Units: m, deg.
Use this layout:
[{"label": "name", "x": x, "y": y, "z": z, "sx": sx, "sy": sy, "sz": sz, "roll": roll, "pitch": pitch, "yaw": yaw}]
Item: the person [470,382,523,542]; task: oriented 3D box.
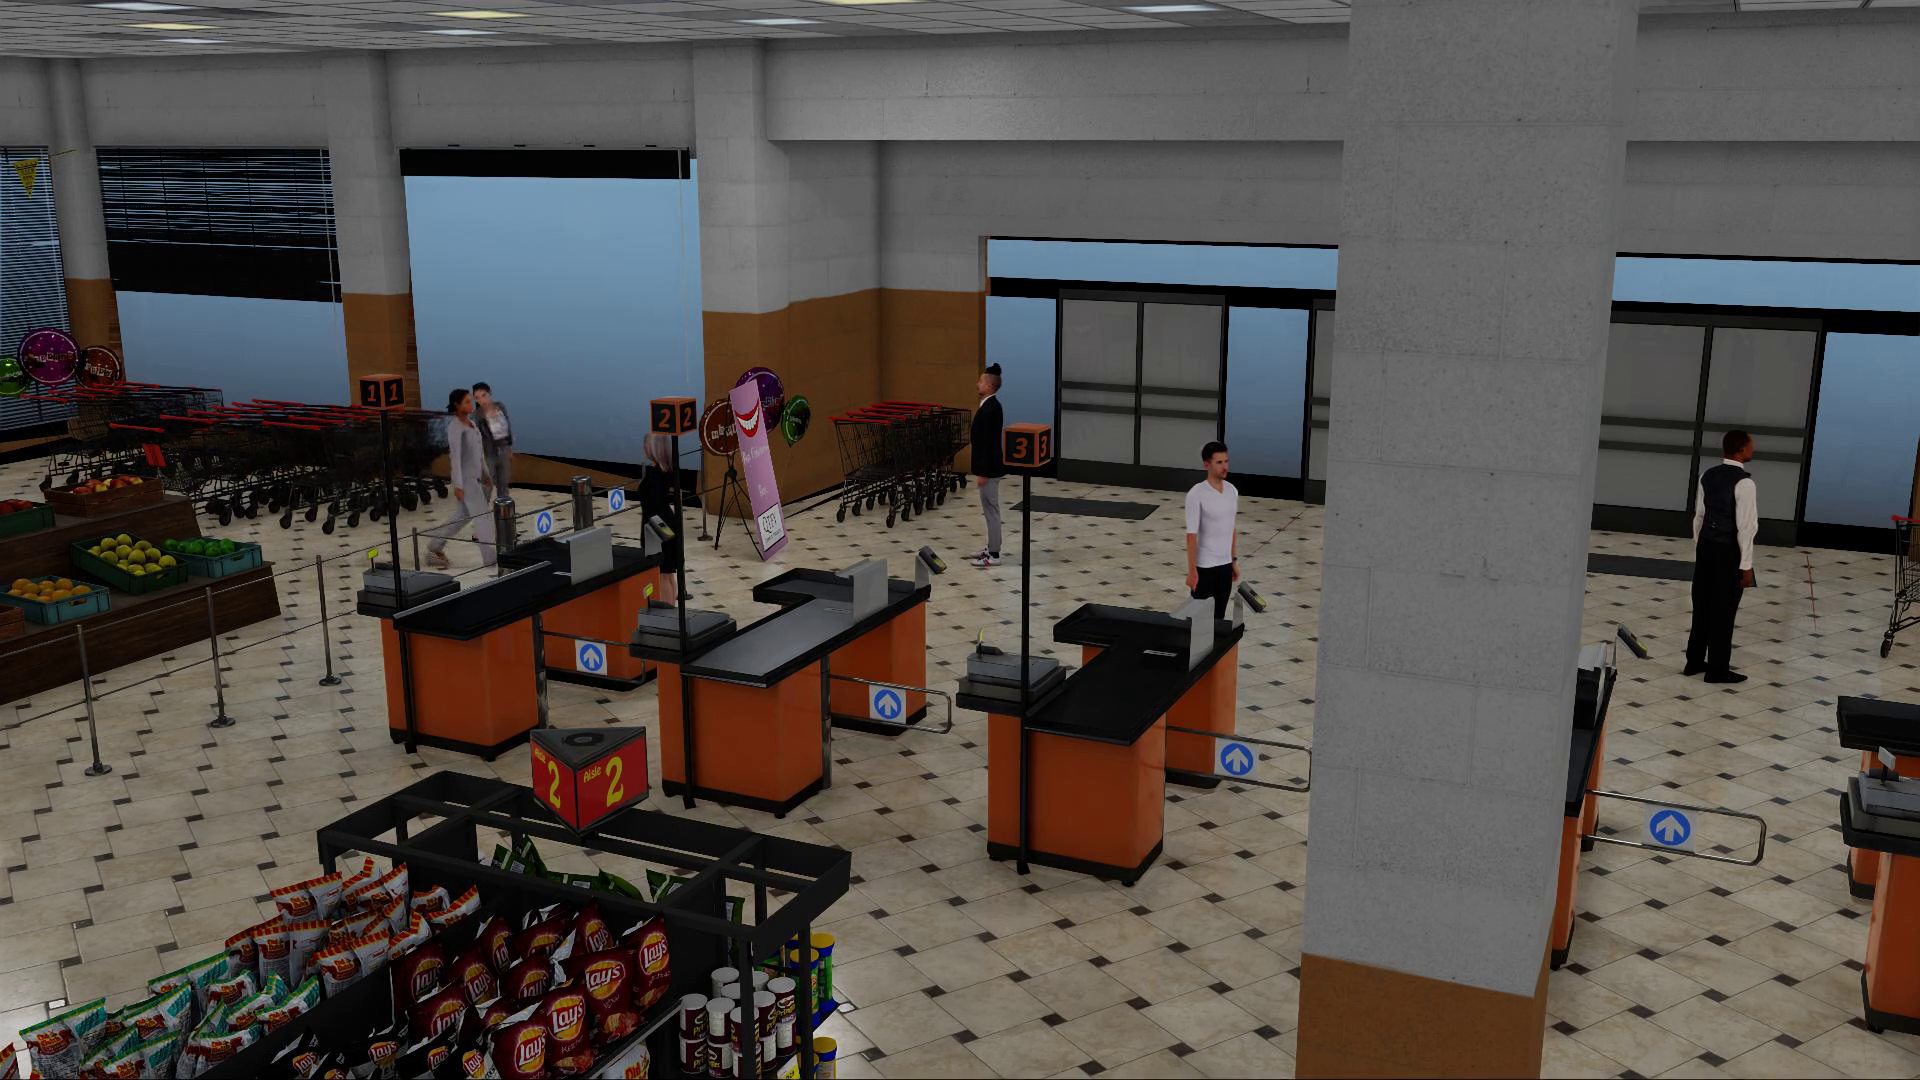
[{"label": "person", "x": -4.709, "y": -0.804, "z": 16.914, "sx": 0.769, "sy": 1.651, "sz": 0.557, "roll": 3, "pitch": 14, "yaw": 13}]

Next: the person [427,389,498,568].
[{"label": "person", "x": -4.768, "y": -0.581, "z": 15.848, "sx": 0.990, "sy": 1.720, "sz": 1.126, "roll": 0, "pitch": 14, "yaw": 0}]

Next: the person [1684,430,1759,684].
[{"label": "person", "x": 5.755, "y": 0.113, "z": 12.565, "sx": 0.832, "sy": 1.918, "sz": 0.766, "roll": -5, "pitch": 14, "yaw": -18}]

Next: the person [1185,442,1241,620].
[{"label": "person", "x": 1.880, "y": 0.174, "z": 12.458, "sx": 0.669, "sy": 1.851, "sz": 0.808, "roll": -10, "pitch": 17, "yaw": -36}]

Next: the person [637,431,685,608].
[{"label": "person", "x": -2.449, "y": -0.036, "z": 13.543, "sx": 0.748, "sy": 1.746, "sz": 0.632, "roll": 0, "pitch": 14, "yaw": 2}]

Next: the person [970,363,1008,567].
[{"label": "person", "x": 0.285, "y": -0.732, "z": 15.981, "sx": 0.847, "sy": 1.950, "sz": 0.693, "roll": 0, "pitch": 14, "yaw": 1}]
